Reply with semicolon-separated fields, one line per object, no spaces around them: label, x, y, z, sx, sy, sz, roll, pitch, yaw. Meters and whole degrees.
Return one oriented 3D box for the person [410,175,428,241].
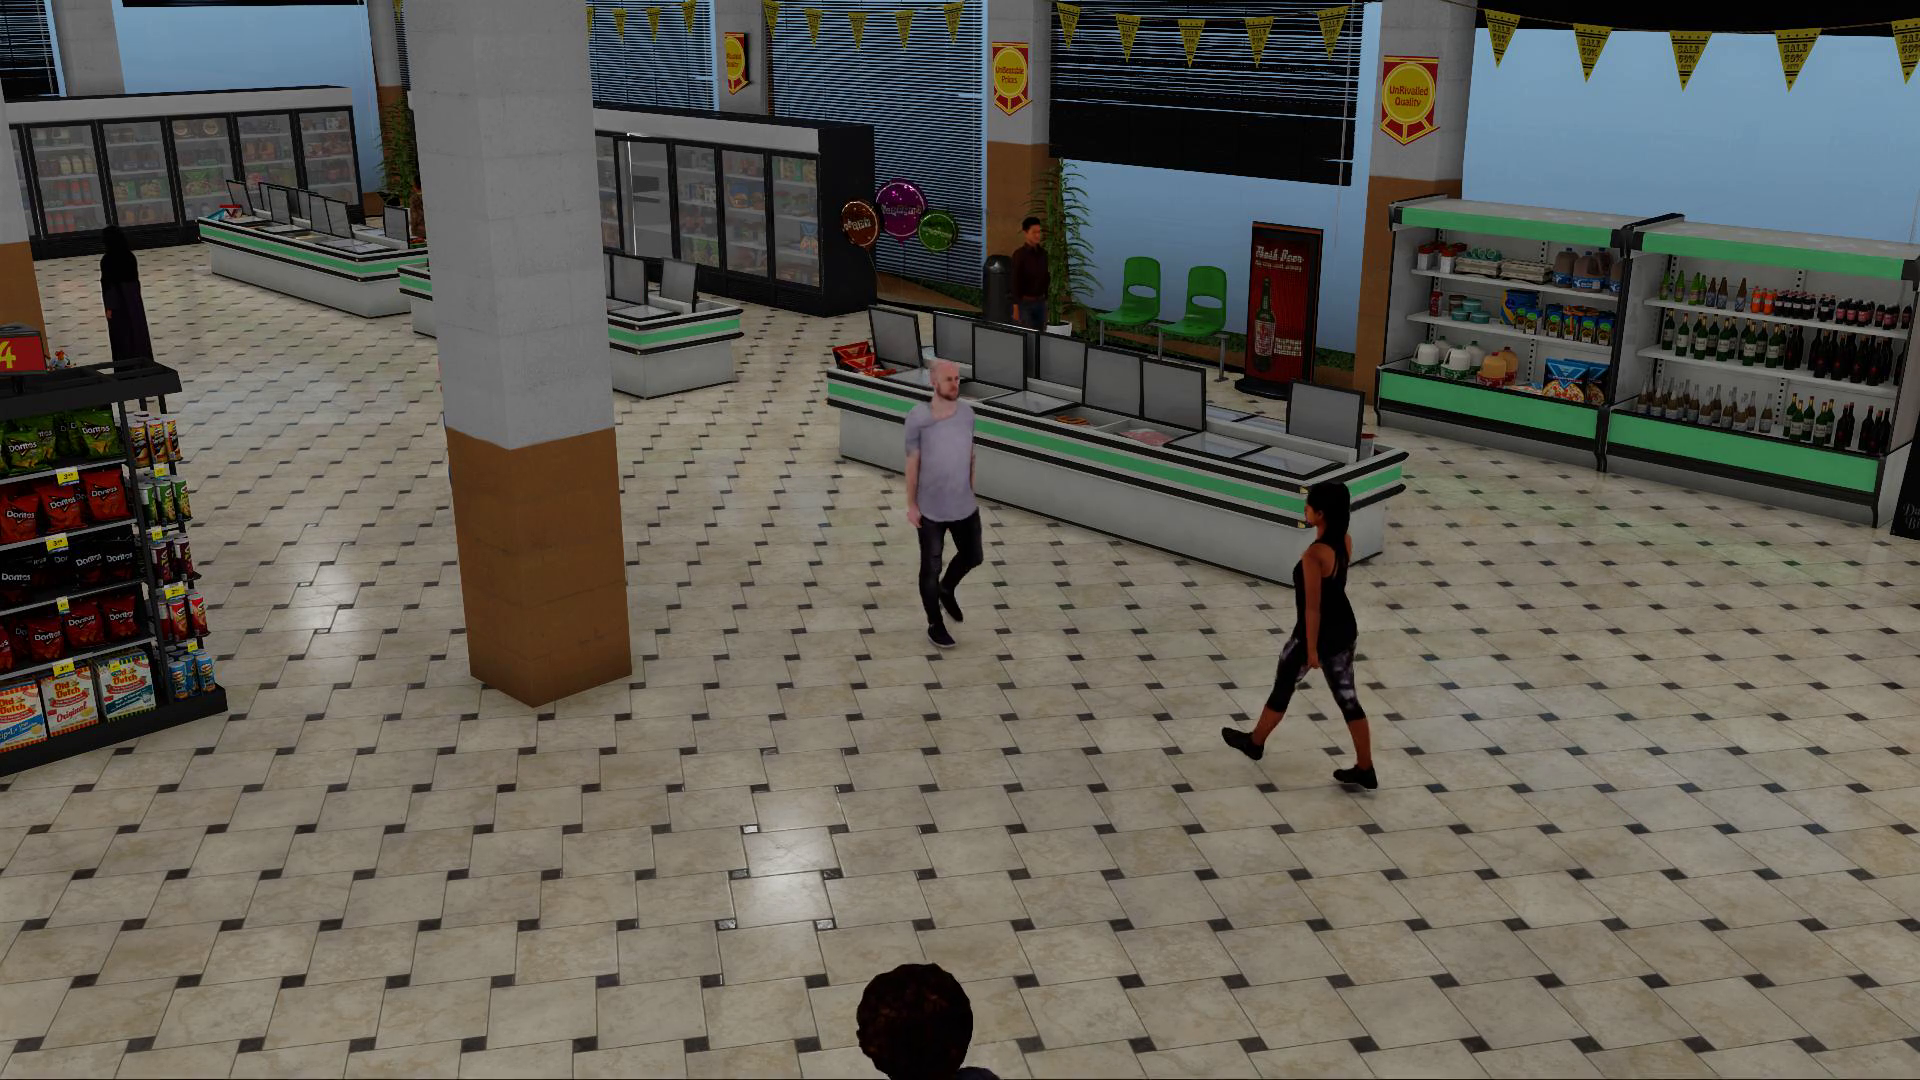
person;-7.439;-4.330;23.107;0.581;1.455;0.582;15;24;38

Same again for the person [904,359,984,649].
person;-0.153;-0.246;10.415;0.775;1.825;0.829;-10;21;-27

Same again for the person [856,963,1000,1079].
person;0.014;1.916;4.243;0.811;1.671;1.081;-7;20;-19

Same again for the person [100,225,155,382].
person;-8.720;-2.471;17.344;0.713;1.615;0.693;7;20;20

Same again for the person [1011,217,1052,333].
person;0.652;-2.372;16.826;0.750;1.758;1.074;-14;23;-35

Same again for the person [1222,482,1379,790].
person;1.930;0.514;8.479;1.090;1.623;0.641;16;24;39
